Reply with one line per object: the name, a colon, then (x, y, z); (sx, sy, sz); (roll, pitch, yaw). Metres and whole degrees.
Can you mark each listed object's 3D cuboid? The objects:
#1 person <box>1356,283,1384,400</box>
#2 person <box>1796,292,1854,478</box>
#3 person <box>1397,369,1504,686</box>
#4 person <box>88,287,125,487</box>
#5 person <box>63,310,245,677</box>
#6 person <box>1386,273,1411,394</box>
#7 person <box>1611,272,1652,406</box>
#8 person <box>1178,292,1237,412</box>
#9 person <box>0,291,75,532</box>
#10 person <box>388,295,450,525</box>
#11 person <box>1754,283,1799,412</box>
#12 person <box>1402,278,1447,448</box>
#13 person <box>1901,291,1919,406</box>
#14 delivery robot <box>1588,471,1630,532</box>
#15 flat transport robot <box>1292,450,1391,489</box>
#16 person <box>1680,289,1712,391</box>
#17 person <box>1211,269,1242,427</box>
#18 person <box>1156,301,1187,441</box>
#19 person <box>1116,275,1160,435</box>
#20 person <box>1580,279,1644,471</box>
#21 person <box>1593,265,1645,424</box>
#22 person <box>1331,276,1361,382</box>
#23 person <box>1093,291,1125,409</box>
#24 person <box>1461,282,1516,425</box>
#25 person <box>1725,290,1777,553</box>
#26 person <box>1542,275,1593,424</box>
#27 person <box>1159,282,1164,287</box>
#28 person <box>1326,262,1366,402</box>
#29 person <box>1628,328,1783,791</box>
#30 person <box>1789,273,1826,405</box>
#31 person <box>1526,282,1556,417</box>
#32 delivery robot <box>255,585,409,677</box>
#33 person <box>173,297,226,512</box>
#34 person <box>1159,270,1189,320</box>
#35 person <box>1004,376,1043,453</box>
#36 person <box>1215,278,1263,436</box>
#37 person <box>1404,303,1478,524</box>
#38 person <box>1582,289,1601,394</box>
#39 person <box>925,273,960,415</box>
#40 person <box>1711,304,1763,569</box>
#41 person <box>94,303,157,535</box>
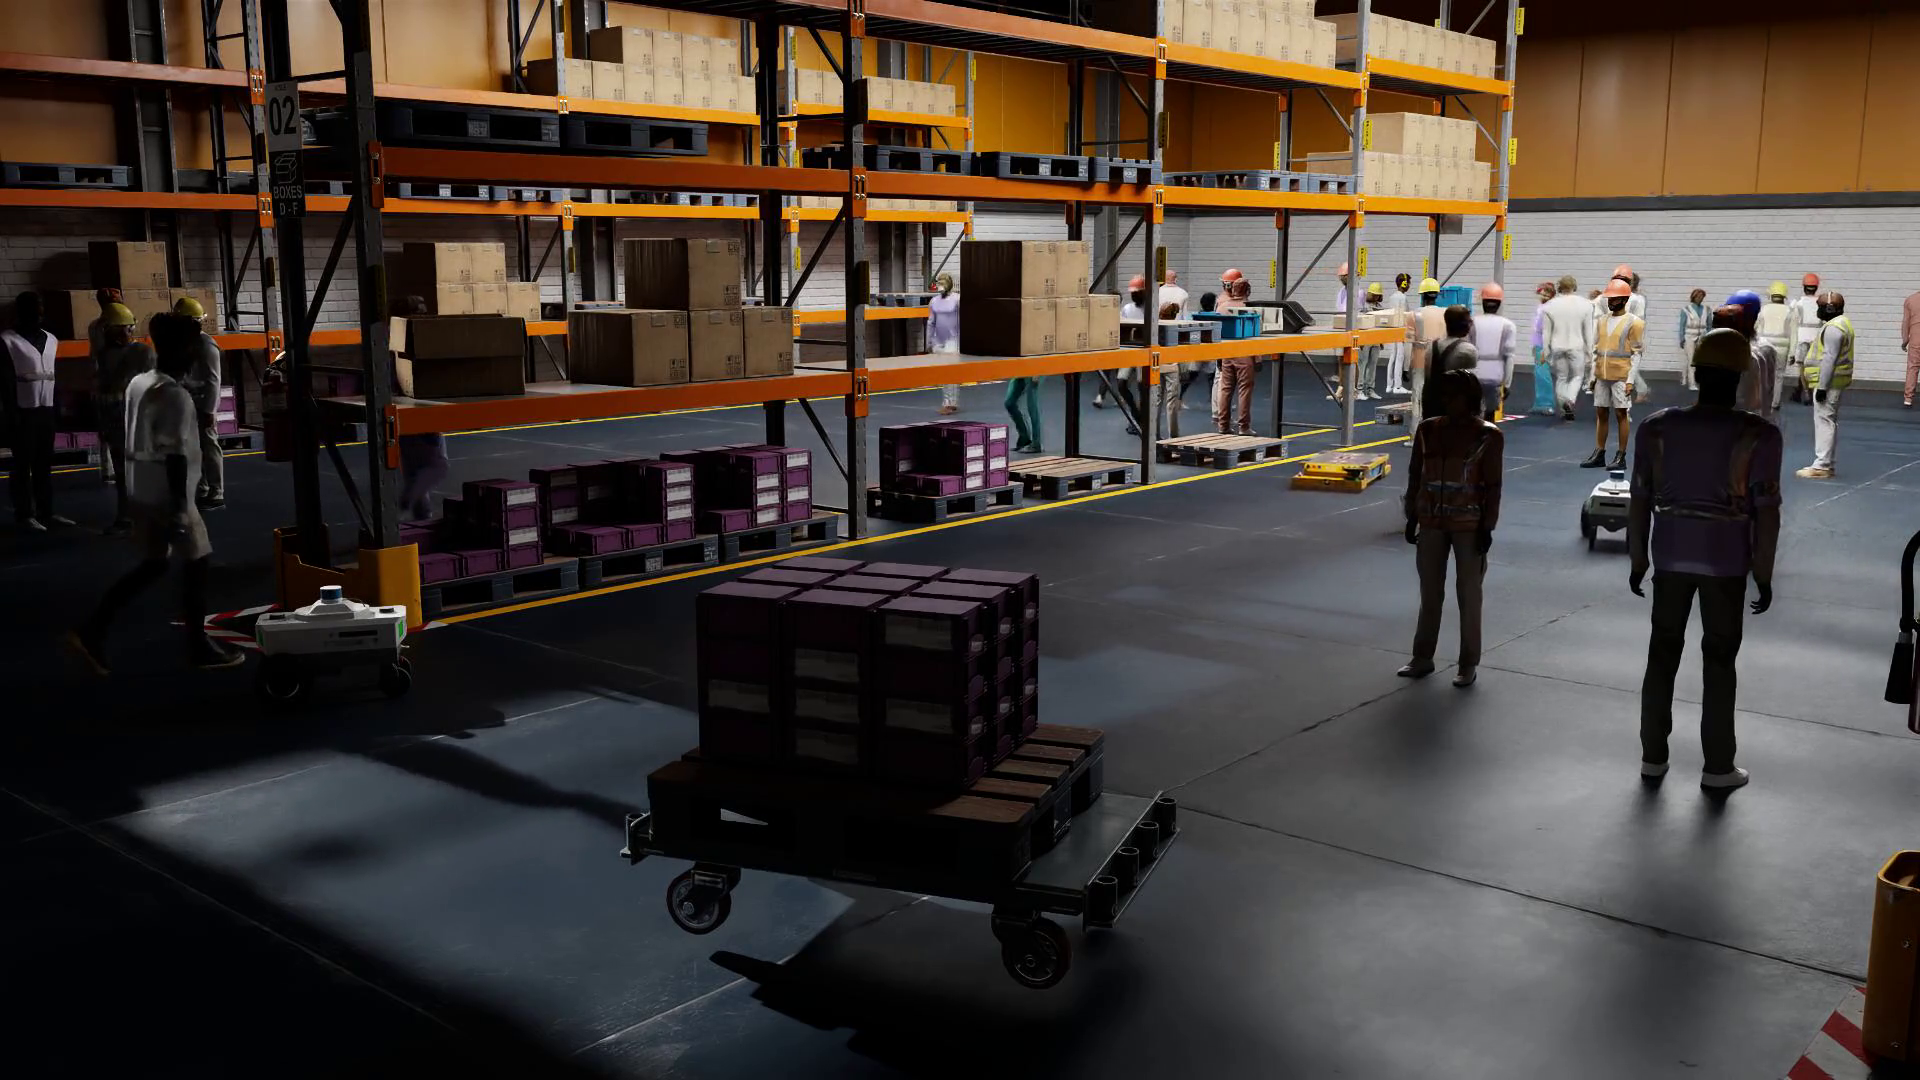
person: (6.143, -2.957, 24.813); (0.483, 1.735, 0.311); (-6, 12, -33)
person: (8.539, -1.522, 16.382); (0.429, 1.833, 0.631); (6, 12, 32)
person: (2.557, -0.071, 8.651); (0.513, 1.641, 0.307); (9, 14, 42)
person: (-8.031, -1.448, 15.797); (0.584, 1.882, 0.339); (8, 13, 39)
person: (-4.252, -0.221, 8.680); (0.651, 1.934, 0.808); (9, 14, 42)
person: (6.854, -3.208, 25.876); (0.328, 1.867, 0.509); (-2, 10, -11)
person: (9.563, -2.864, 23.764); (0.740, 1.920, 0.653); (1, 10, 4)
person: (3.356, -2.591, 22.975); (0.884, 1.651, 0.541); (0, 10, -3)
person: (-7.436, -1.028, 13.328); (0.399, 1.913, 0.590); (2, 10, 13)
person: (-4.245, -0.944, 12.901); (0.684, 1.897, 0.553); (8, 13, 37)
person: (11.072, -2.602, 22.661); (0.607, 1.788, 0.915); (6, 12, 31)
person: (5.284, -1.994, 18.820); (0.588, 1.917, 0.396); (-2, 10, -11)
person: (13.781, -2.847, 23.698); (0.651, 1.907, 0.409); (8, 13, 40)
delivery robot: (5.004, -0.286, 12.697); (0.477, 0.478, 0.707); (4, 11, 24)
flat transport robot: (3.711, -0.694, 16.095); (0.652, 0.197, 1.431); (5, 11, 24)
person: (11.710, -3.205, 26.561); (0.529, 1.616, 0.653); (-1, 10, -5)
person: (3.402, -2.438, 21.133); (0.391, 1.989, 0.610); (-1, 10, -4)
person: (2.404, -1.936, 19.273); (0.515, 1.641, 0.308); (9, 14, 43)
person: (2.143, -2.227, 20.105); (0.566, 1.926, 0.400); (8, 13, 40)
person: (6.642, -1.671, 16.917); (0.356, 1.939, 0.543); (-6, 12, -31)
person: (8.446, -2.504, 21.361); (0.615, 2.041, 0.391); (5, 11, 24)
person: (6.526, -3.619, 27.876); (0.423, 1.997, 0.624); (2, 10, 10)
person: (2.145, -2.664, 23.365); (0.545, 1.641, 0.886); (5, 11, 26)
person: (5.310, -1.641, 16.802); (0.552, 1.923, 0.726); (2, 10, 12)
person: (5.755, -0.871, 12.327); (0.398, 1.945, 0.616); (-1, 10, -5)
person: (7.742, -2.423, 21.254); (0.658, 1.916, 0.517); (6, 11, 29)
person: (3.455, -3.601, 28.099); (0.329, 1.871, 0.513); (8, 13, 40)
person: (5.674, -3.042, 24.410); (0.362, 2.048, 0.613); (-5, 11, -26)
person: (3.111, 0.080, 6.977); (0.591, 1.925, 0.385); (8, 13, 40)
person: (12.280, -2.909, 24.095); (0.553, 1.895, 0.999); (1, 10, 8)
person: (7.897, -2.571, 22.464); (0.388, 1.798, 0.671); (0, 10, 0)
delivery robot: (-3.152, 0.473, 8.376); (0.707, 0.478, 0.477); (-3, 11, -17)
person: (-6.571, -1.159, 14.293); (0.589, 1.834, 0.403); (9, 13, 41)
person: (3.381, -3.428, 27.051); (0.648, 1.898, 0.398); (-1, 10, -4)
person: (0.717, -1.815, 18.258); (0.448, 1.752, 0.557); (-6, 12, -32)
person: (3.388, -2.208, 20.104); (0.641, 1.901, 0.400); (9, 13, 41)
person: (3.843, -0.980, 13.306); (0.699, 1.824, 0.518); (-6, 12, -31)
person: (9.813, -3.070, 25.783); (0.504, 1.617, 0.392); (8, 13, 39)
person: (-0.240, -2.632, 22.430); (0.661, 1.917, 0.702); (9, 13, 42)
person: (5.338, -0.712, 11.654); (0.628, 1.862, 0.591); (3, 10, 17)
person: (-6.506, -0.931, 13.001); (0.598, 1.830, 0.403); (3, 10, 18)
